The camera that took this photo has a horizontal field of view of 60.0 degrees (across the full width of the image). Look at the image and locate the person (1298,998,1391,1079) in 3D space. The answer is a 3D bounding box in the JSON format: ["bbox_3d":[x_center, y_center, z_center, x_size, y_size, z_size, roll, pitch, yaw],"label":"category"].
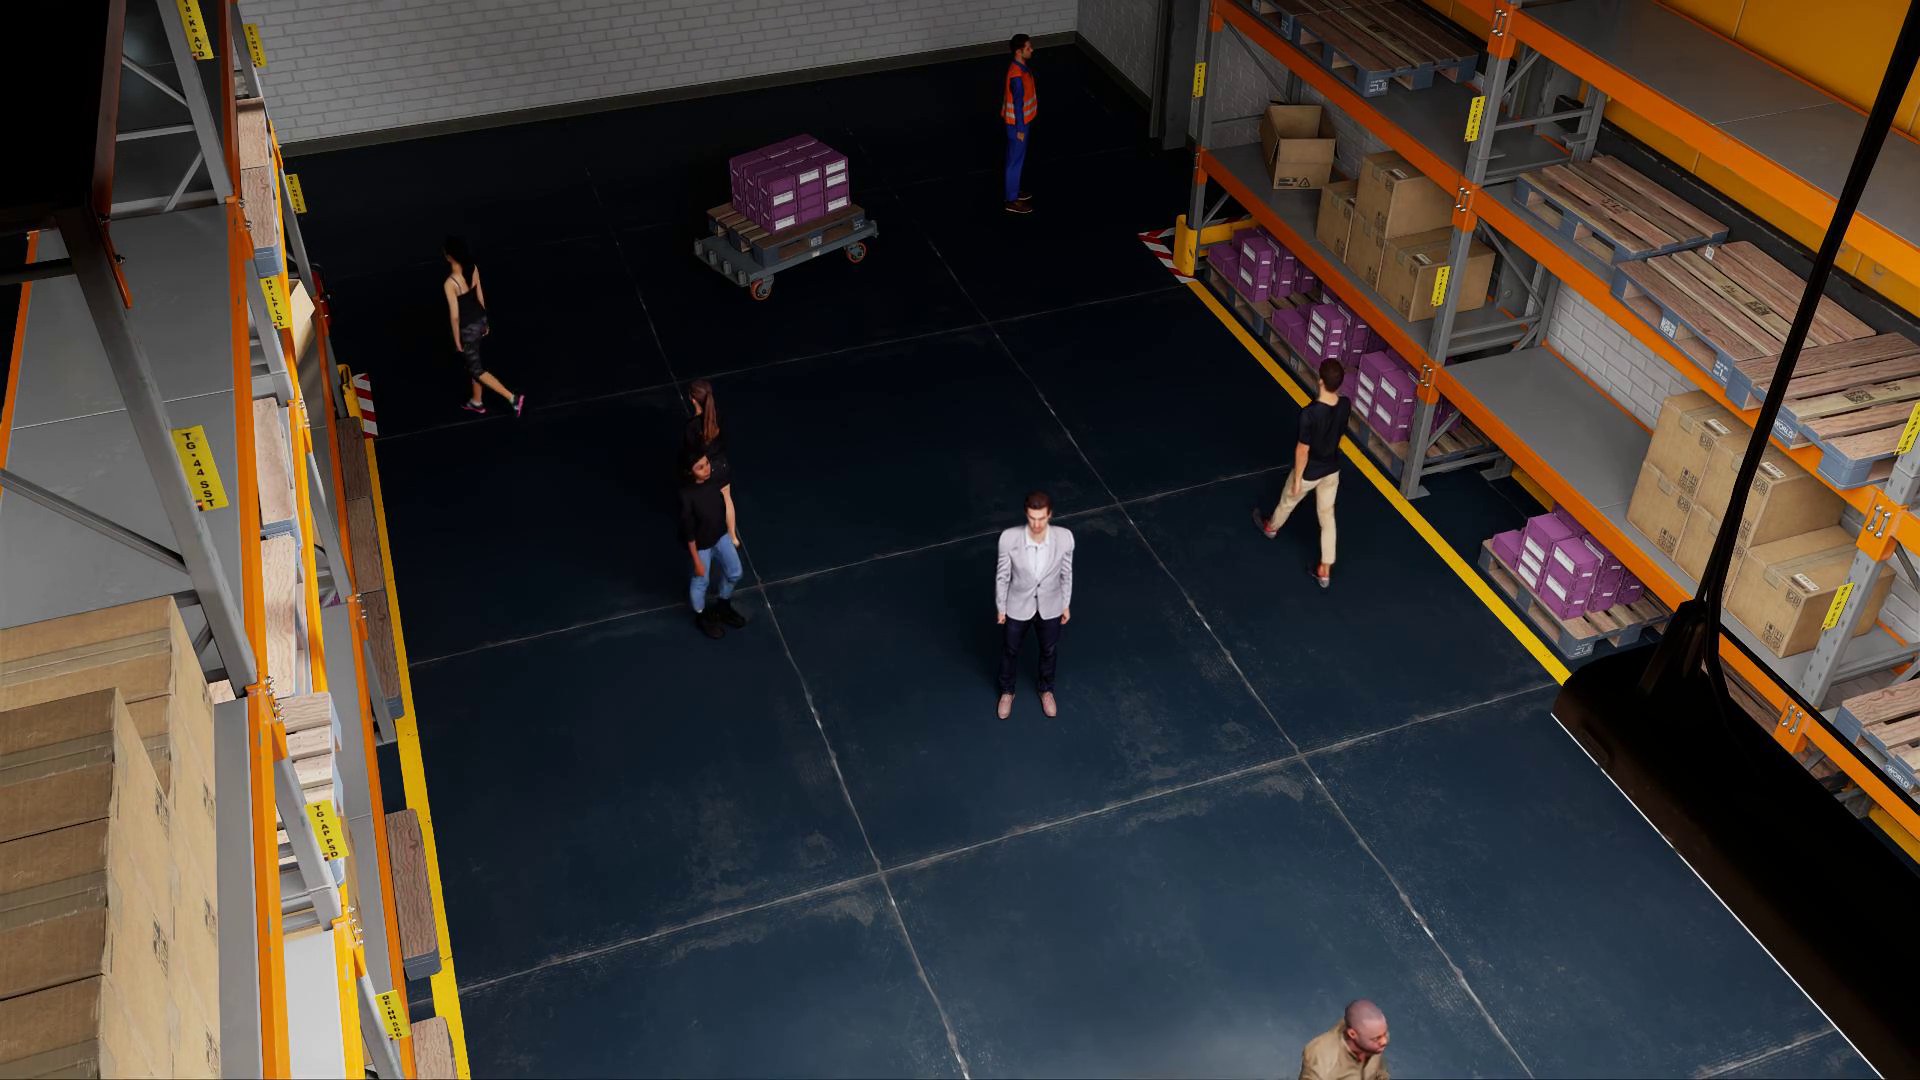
[{"bbox_3d":[1.754,2.789,8.217,0.860,1.811,0.854,-28,46,-31],"label":"person"}]

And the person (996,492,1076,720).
[{"bbox_3d":[0.497,0.417,11.154,0.742,1.852,0.700,0,39,0],"label":"person"}]

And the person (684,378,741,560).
[{"bbox_3d":[-1.889,-0.562,12.618,0.589,1.556,0.625,-27,46,-29],"label":"person"}]

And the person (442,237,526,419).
[{"bbox_3d":[-4.044,-1.738,13.968,1.022,1.707,0.959,17,42,20],"label":"person"}]

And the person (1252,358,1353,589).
[{"bbox_3d":[2.683,-0.452,12.278,0.716,1.807,1.173,-16,41,-19],"label":"person"}]

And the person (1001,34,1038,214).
[{"bbox_3d":[0.598,-4.289,17.038,0.836,1.864,0.681,1,39,1],"label":"person"}]

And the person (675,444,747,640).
[{"bbox_3d":[-1.888,-0.006,11.809,0.785,1.694,0.730,19,42,22],"label":"person"}]
